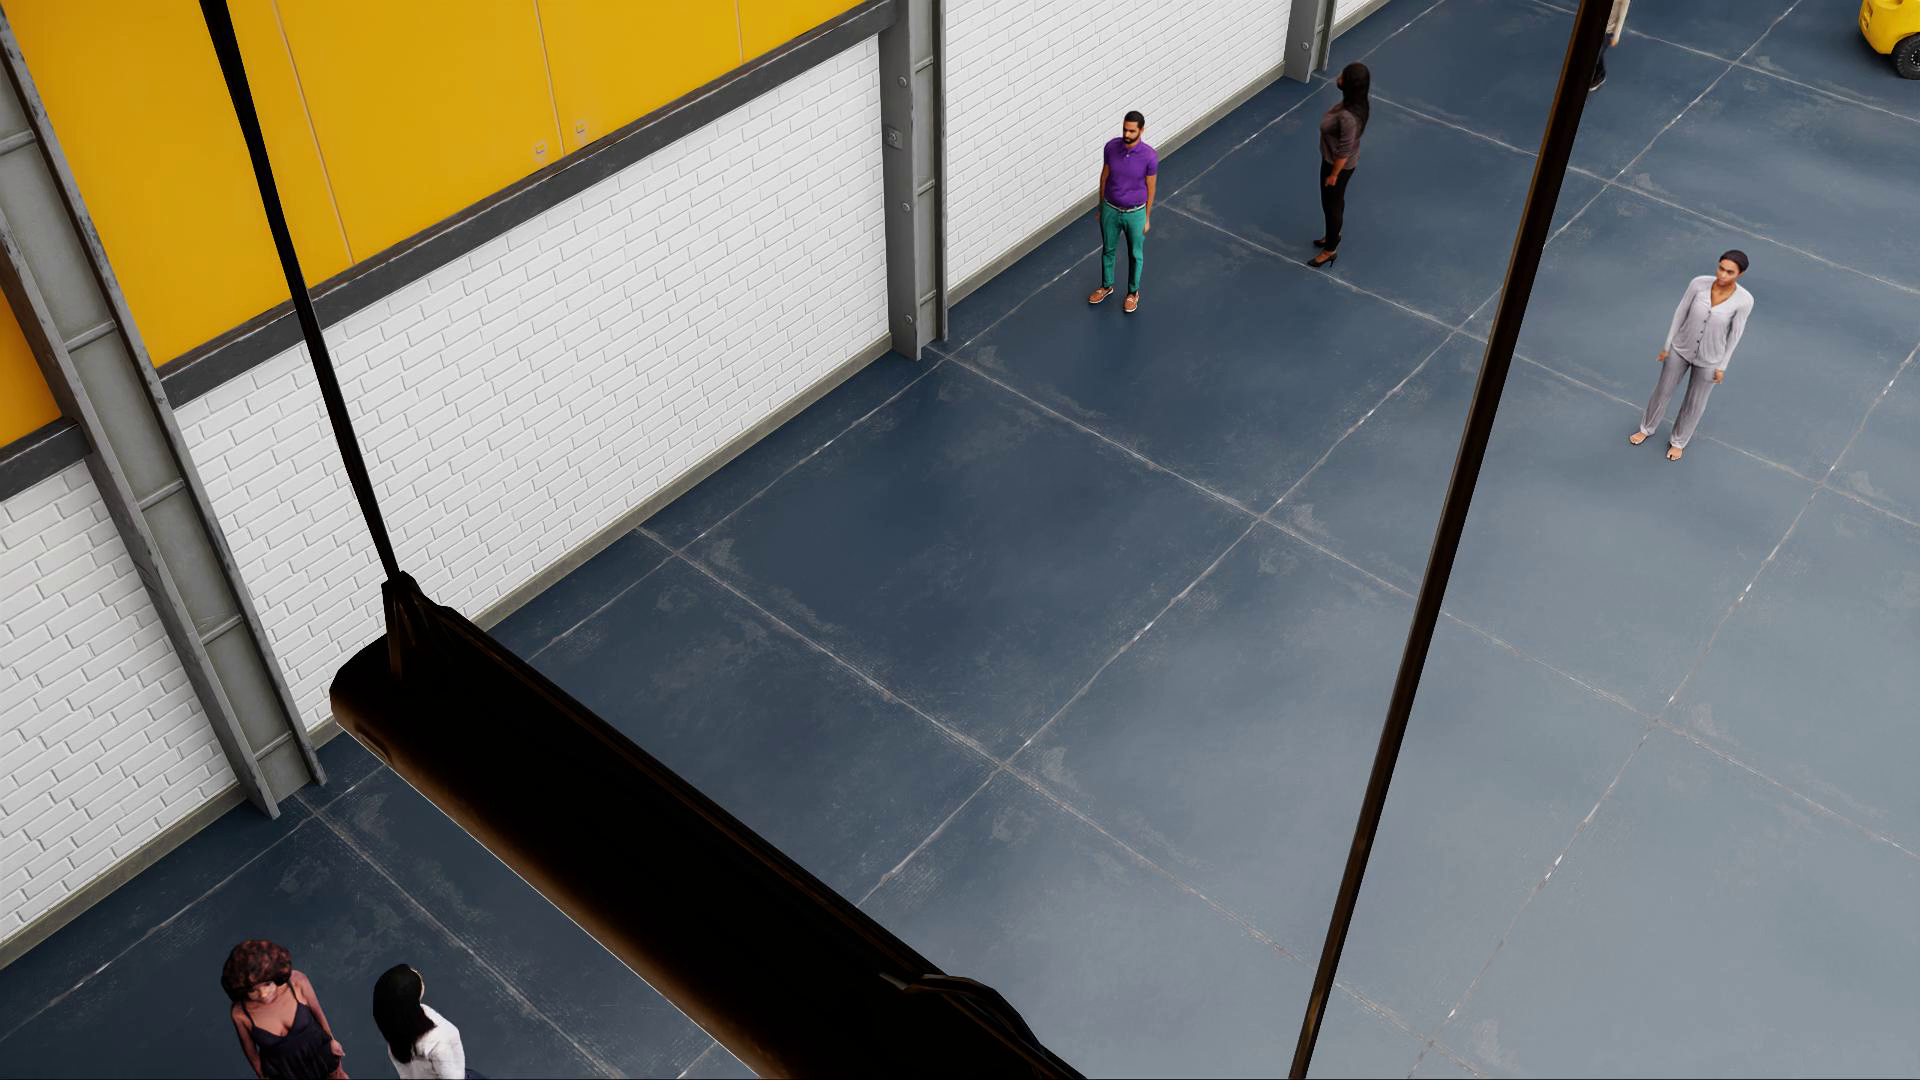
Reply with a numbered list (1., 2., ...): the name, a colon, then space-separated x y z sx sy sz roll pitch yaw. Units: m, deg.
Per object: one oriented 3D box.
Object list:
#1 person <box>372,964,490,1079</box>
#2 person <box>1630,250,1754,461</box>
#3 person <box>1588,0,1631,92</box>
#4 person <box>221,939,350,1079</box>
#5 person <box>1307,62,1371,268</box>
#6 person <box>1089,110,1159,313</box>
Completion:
1. person: -2.585 2.649 7.974 0.685 1.684 0.781 23 48 23
2. person: 5.398 -1.384 12.169 0.637 1.736 0.542 28 50 26
3. person: 6.264 -4.959 16.141 1.038 1.435 0.724 -27 50 -26
4. person: -3.208 2.500 8.054 0.524 1.790 0.647 -30 51 -27
5. person: 3.192 -3.148 13.944 0.785 1.842 0.661 13 45 13
6. person: 1.344 -2.688 13.515 0.688 1.768 0.672 17 46 17
